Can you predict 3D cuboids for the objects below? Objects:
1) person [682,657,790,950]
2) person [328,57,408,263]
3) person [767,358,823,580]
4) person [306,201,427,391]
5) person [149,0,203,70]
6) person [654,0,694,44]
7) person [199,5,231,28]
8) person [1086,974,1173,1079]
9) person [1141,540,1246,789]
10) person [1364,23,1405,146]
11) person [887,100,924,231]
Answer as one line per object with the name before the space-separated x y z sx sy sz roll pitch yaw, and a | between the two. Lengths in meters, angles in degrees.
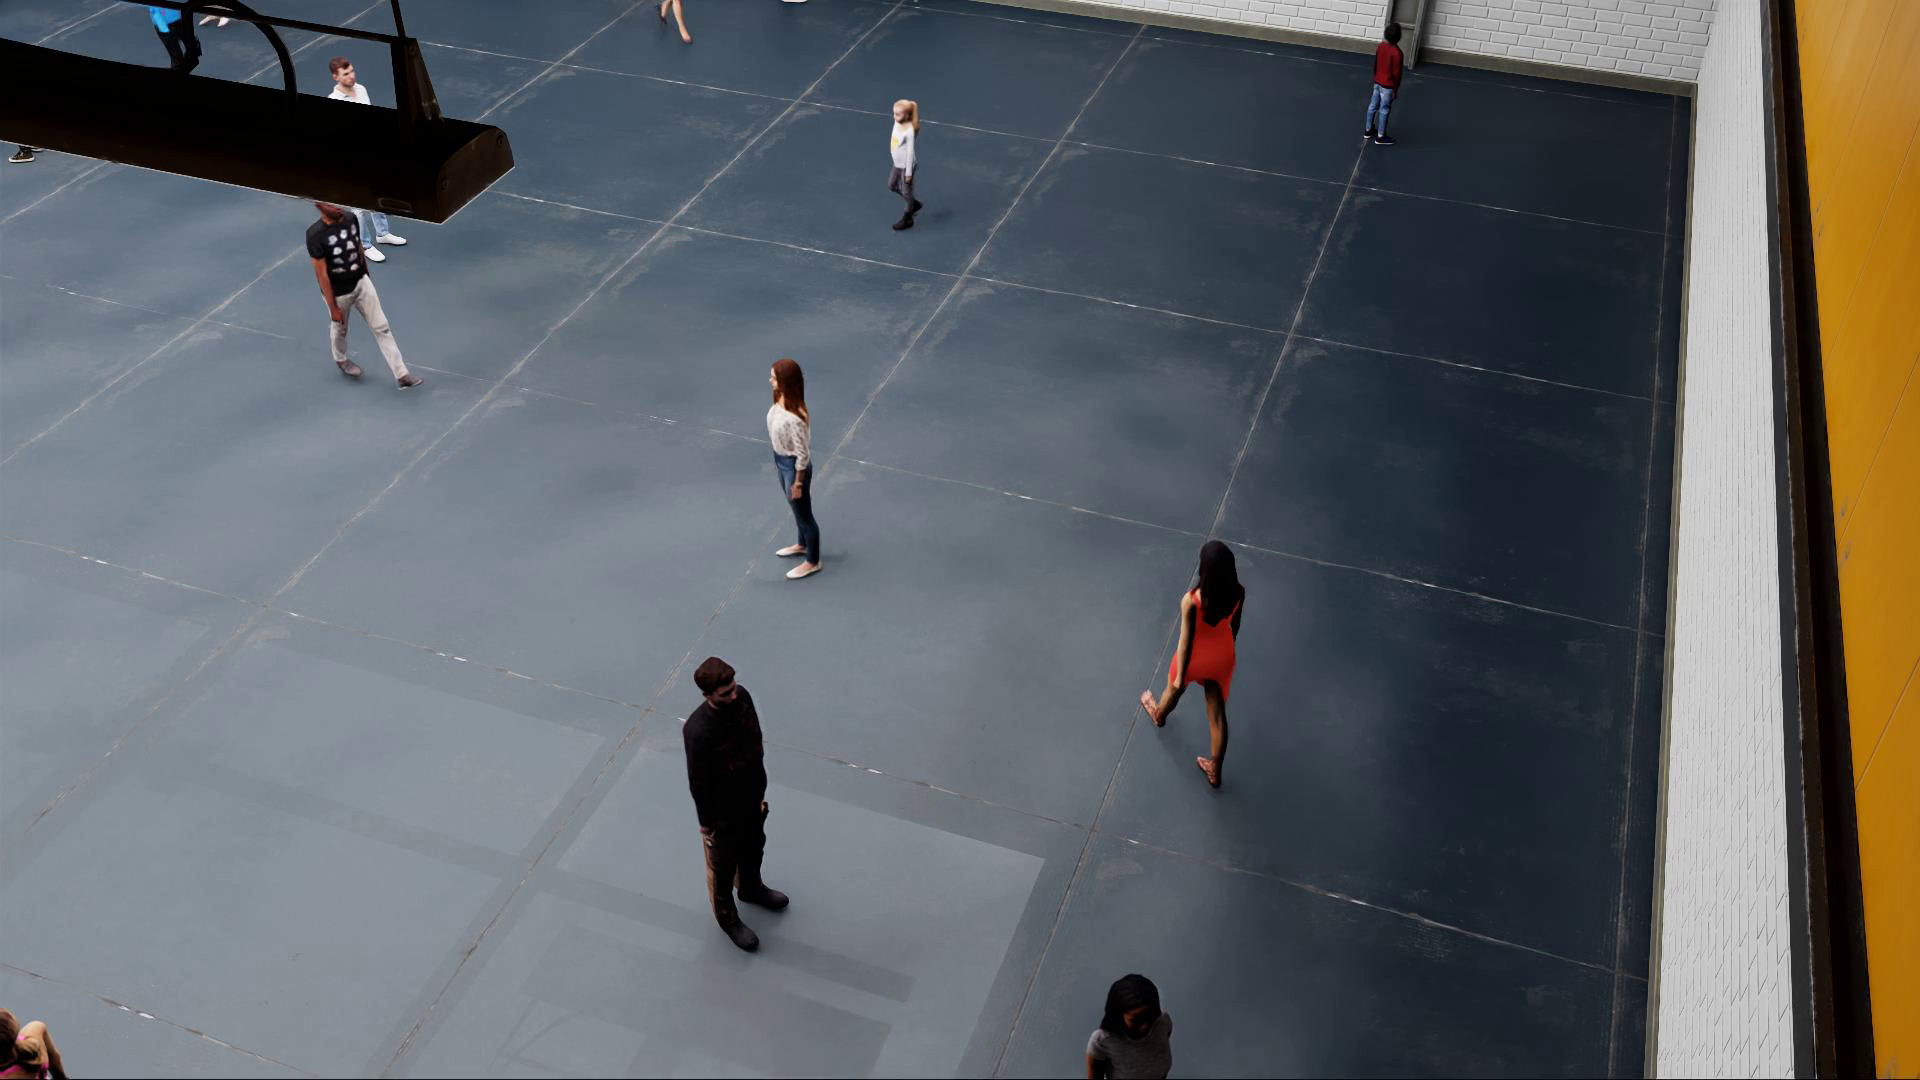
person | -1.220 1.365 8.882 0.655 1.925 0.737 20 43 23
person | -5.406 -3.454 14.977 0.554 1.850 0.657 16 41 19
person | -1.128 -0.503 11.379 0.686 1.728 0.652 -11 40 -14
person | -4.933 -1.999 13.237 1.297 1.747 0.908 24 44 27
person | -8.407 -5.447 17.527 0.683 1.782 0.667 7 39 9
person | -3.325 -6.585 18.996 1.014 1.727 0.798 27 46 30
person | -8.933 -6.779 19.319 0.575 1.627 0.786 8 39 10
person | 0.733 2.565 7.495 0.659 1.781 0.710 -18 42 -21
person | 1.488 0.780 9.814 1.068 1.678 1.086 -13 40 -16
person | 4.345 -4.677 16.986 0.651 1.254 0.589 -17 42 -20
person | -0.465 -3.521 15.524 0.698 1.273 0.639 -18 42 -21
